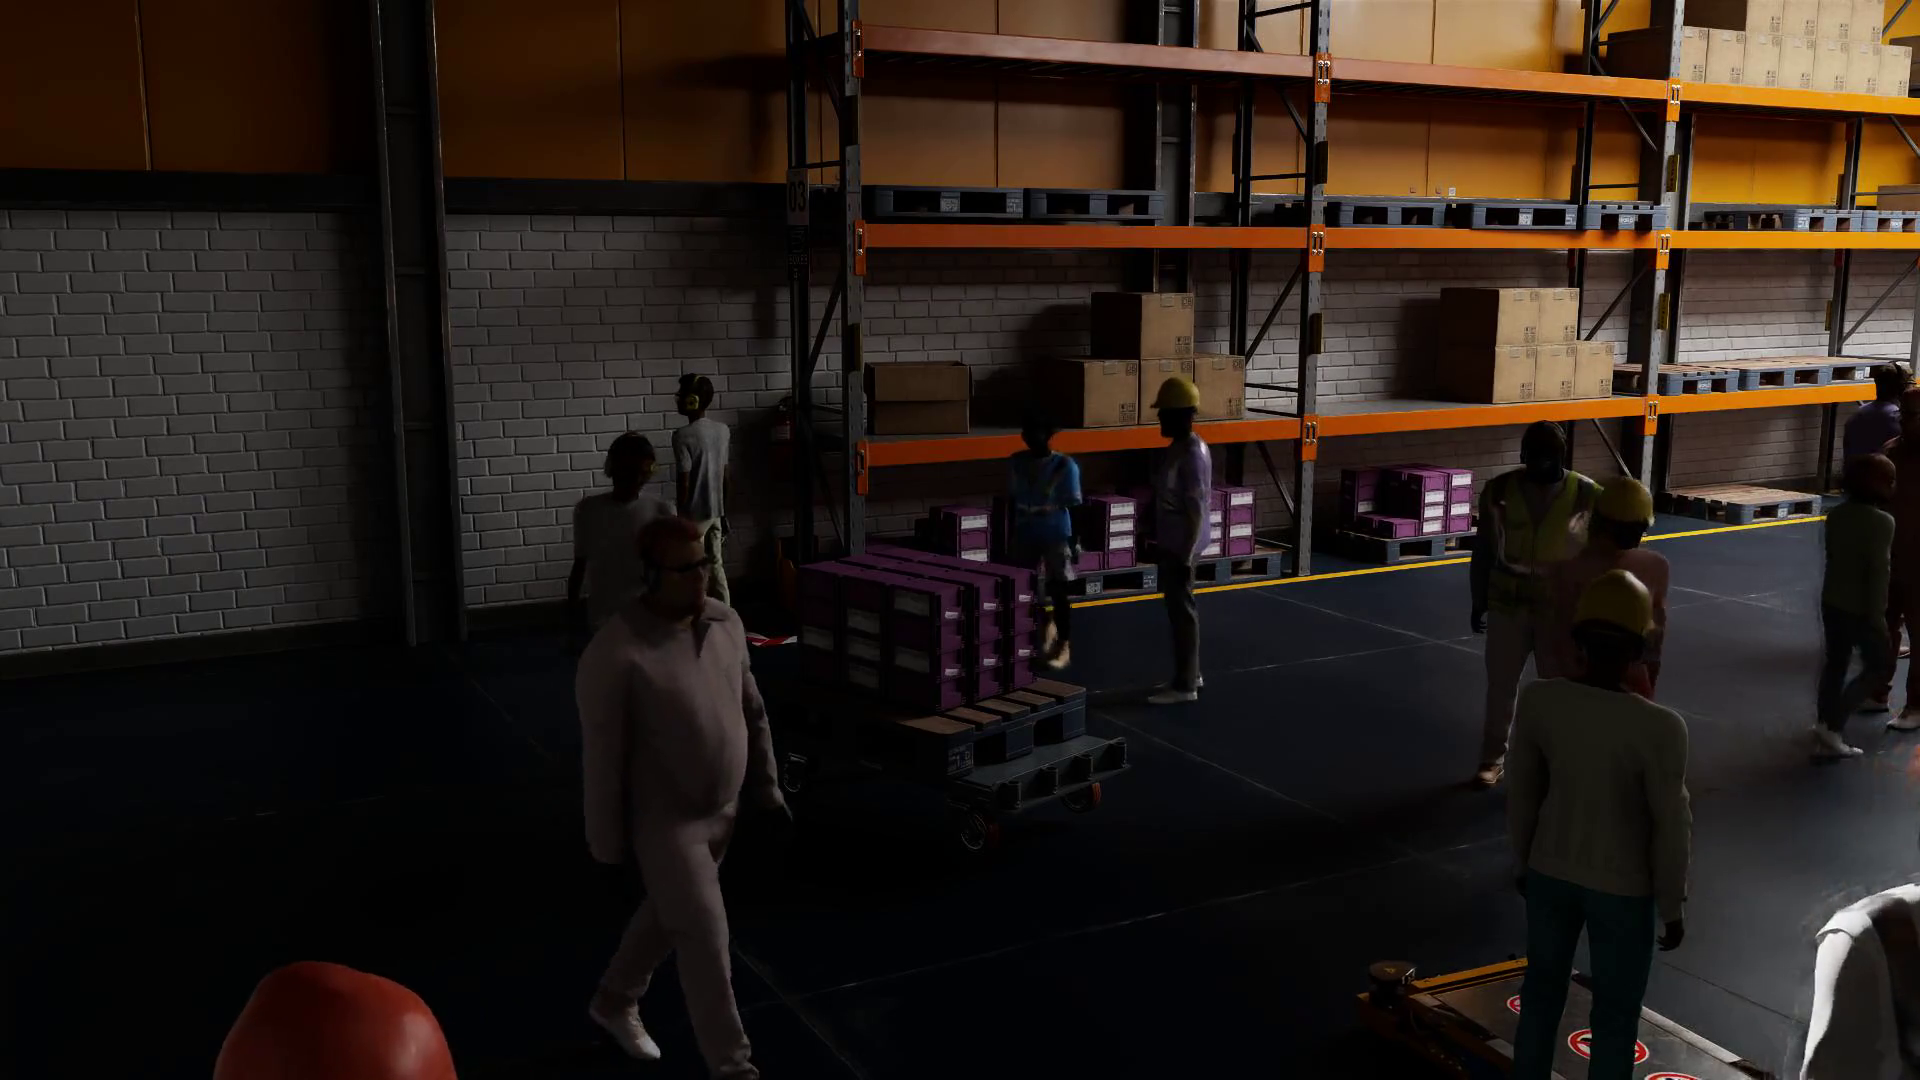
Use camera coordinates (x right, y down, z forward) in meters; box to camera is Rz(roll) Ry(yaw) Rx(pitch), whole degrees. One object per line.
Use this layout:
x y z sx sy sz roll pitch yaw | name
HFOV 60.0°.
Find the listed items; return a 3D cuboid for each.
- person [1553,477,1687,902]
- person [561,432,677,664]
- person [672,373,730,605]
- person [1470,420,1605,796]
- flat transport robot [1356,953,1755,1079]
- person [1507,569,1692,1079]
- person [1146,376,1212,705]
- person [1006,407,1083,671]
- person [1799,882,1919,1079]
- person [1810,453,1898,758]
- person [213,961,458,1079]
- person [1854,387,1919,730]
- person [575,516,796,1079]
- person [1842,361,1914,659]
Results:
2.696 0.608 6.829 0.534 1.728 0.824 -1 10 -3 | person
-1.583 0.381 7.886 0.546 1.828 0.890 1 10 4 | person
-1.683 -0.135 10.702 0.323 1.875 0.530 6 12 31 | person
2.802 0.332 8.111 0.634 1.839 0.429 5 11 25 | person
1.936 1.627 5.164 0.652 0.197 1.431 -4 11 -23 | flat transport robot
1.805 0.958 4.712 0.310 1.769 0.533 -8 13 -38 | person
1.275 0.004 9.750 0.376 1.924 0.595 0 10 0 | person
0.524 -0.007 10.507 0.608 1.673 0.375 7 12 36 | person
1.710 1.205 3.065 0.589 1.861 0.826 -2 10 -9 | person
4.646 0.354 8.599 0.339 1.615 0.535 -1 10 -7 | person
-0.708 1.383 1.924 0.953 1.883 0.561 3 10 16 | person
5.276 0.095 9.288 0.409 1.908 0.639 -3 10 -15 | person
-0.886 0.833 5.171 0.976 1.867 0.646 6 11 29 | person
6.023 -0.202 10.898 0.371 1.941 0.627 -1 10 -5 | person
